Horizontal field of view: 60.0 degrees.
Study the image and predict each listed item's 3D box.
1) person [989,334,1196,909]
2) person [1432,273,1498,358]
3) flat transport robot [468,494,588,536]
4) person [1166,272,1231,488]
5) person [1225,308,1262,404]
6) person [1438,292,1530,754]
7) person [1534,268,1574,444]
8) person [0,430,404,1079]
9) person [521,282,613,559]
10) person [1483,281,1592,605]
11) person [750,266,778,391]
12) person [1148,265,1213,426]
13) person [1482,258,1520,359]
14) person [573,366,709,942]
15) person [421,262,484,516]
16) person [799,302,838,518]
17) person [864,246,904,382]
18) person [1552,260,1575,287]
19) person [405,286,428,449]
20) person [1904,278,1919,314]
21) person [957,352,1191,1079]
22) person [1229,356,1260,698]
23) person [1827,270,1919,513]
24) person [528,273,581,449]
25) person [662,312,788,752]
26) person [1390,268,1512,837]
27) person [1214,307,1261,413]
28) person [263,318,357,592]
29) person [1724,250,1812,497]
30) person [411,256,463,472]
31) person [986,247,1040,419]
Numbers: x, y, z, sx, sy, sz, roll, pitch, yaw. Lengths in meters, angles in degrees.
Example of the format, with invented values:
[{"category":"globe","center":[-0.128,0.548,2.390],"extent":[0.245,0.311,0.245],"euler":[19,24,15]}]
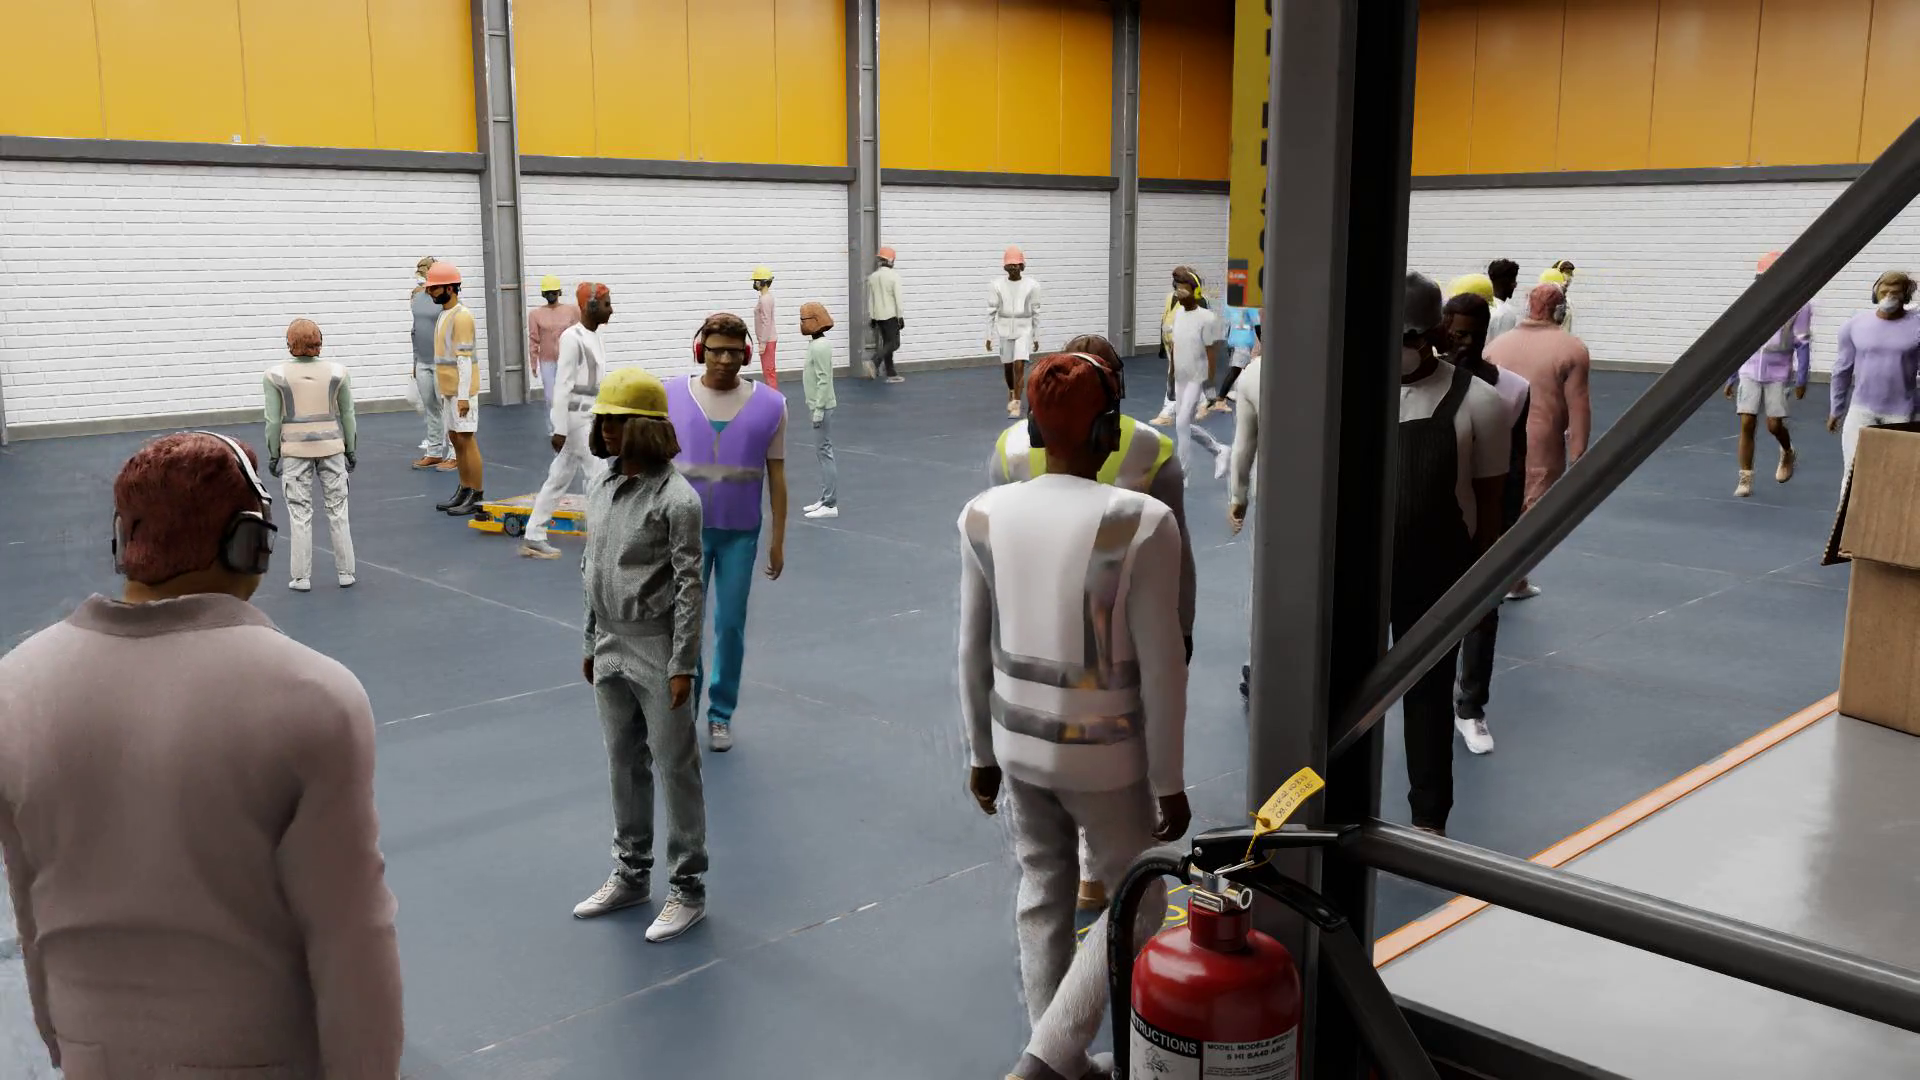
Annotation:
[{"category":"person","center":[0.447,0.247,5.405],"extent":[0.664,1.815,0.636],"euler":[4,11,20]},{"category":"person","center":[3.015,-0.677,10.207],"extent":[0.439,1.902,0.608],"euler":[-2,11,-12]},{"category":"flat transport robot","center":[-2.745,-0.173,11.917],"extent":[1.431,0.197,0.652],"euler":[5,11,24]},{"category":"person","center":[1.995,-1.341,14.037],"extent":[0.753,1.834,0.562],"euler":[-7,12,-32]},{"category":"person","center":[3.680,-2.646,21.094],"extent":[1.012,1.845,0.626],"euler":[-5,11,-25]},{"category":"person","center":[2.025,-0.063,6.892],"extent":[0.612,1.898,0.634],"euler":[2,11,12]},{"category":"person","center":[5.985,-1.878,17.062],"extent":[0.918,1.780,0.604],"euler":[1,10,7]},{"category":"person","center":[-1.130,0.769,2.467],"extent":[0.663,1.858,0.957],"euler":[2,11,9]},{"category":"person","center":[-2.502,-0.770,10.935],"extent":[0.928,1.835,0.586],"euler":[0,10,-2]},{"category":"person","center":[3.220,-0.529,9.478],"extent":[0.698,1.875,0.686],"euler":[-9,14,-40]},{"category":"person","center":[-2.298,-2.322,19.555],"extent":[0.313,1.769,0.523],"euler":[-1,10,-3]},{"category":"person","center":[2.545,-2.208,18.848],"extent":[0.917,1.811,0.623],"euler":[-5,12,-26]},{"category":"person","center":[4.330,-1.337,13.682],"extent":[0.553,1.949,0.616],"euler":[-1,10,-8]},{"category":"person","center":[-0.982,0.344,5.075],"extent":[0.487,1.746,0.289],"euler":[8,13,36]},{"category":"person","center":[-3.880,-1.151,12.731],"extent":[0.383,1.933,0.542],"euler":[-7,13,-34]},{"category":"person","center":[-1.076,-0.985,12.630],"extent":[0.270,1.631,0.507],"euler":[-1,10,-6]},{"category":"person","center":[-1.092,-3.234,23.949],"extent":[0.744,1.977,0.626],"euler":[-9,14,-42]},{"category":"person","center":[6.364,-2.052,17.819],"extent":[0.329,1.864,0.519],"euler":[4,11,23]},{"category":"person","center":[-5.348,-1.717,16.620],"extent":[0.341,1.620,0.520],"euler":[-10,14,-43]},{"category":"person","center":[11.203,-2.315,19.900],"extent":[0.499,1.620,0.529],"euler":[-10,14,-43]},{"category":"person","center":[0.242,0.506,3.842],"extent":[0.595,1.872,0.520],"euler":[8,13,36]},{"category":"person","center":[1.510,-0.197,7.677],"extent":[0.632,1.891,0.874],"euler":[9,14,40]},{"category":"person","center":[6.128,-0.831,11.072],"extent":[0.672,1.889,0.990],"euler":[7,13,35]},{"category":"person","center":[-4.021,-1.775,16.598],"extent":[0.556,1.749,0.369],"euler":[-2,11,-10]},{"category":"person","center":[-0.991,-0.016,6.817],"extent":[0.596,1.818,0.485],"euler":[-2,11,-11]},{"category":"person","center":[1.468,0.093,5.637],"extent":[0.678,2.000,0.537],"euler":[5,12,26]},{"category":"person","center":[3.418,-2.353,20.036],"extent":[0.888,1.649,0.545],"euler":[-3,11,-18]},{"category":"person","center":[-3.886,-0.504,9.988],"extent":[0.522,1.640,0.306],"euler":[-6,12,-30]},{"category":"person","center":[6.676,-1.376,13.718],"extent":[0.615,2.026,0.722],"euler":[9,14,40]},{"category":"person","center":[-4.753,-1.591,15.099],"extent":[0.628,1.940,0.373],"euler":[7,12,33]},{"category":"person","center":[0.646,-2.465,19.718],"extent":[0.624,2.007,1.015],"euler":[2,11,9]}]
